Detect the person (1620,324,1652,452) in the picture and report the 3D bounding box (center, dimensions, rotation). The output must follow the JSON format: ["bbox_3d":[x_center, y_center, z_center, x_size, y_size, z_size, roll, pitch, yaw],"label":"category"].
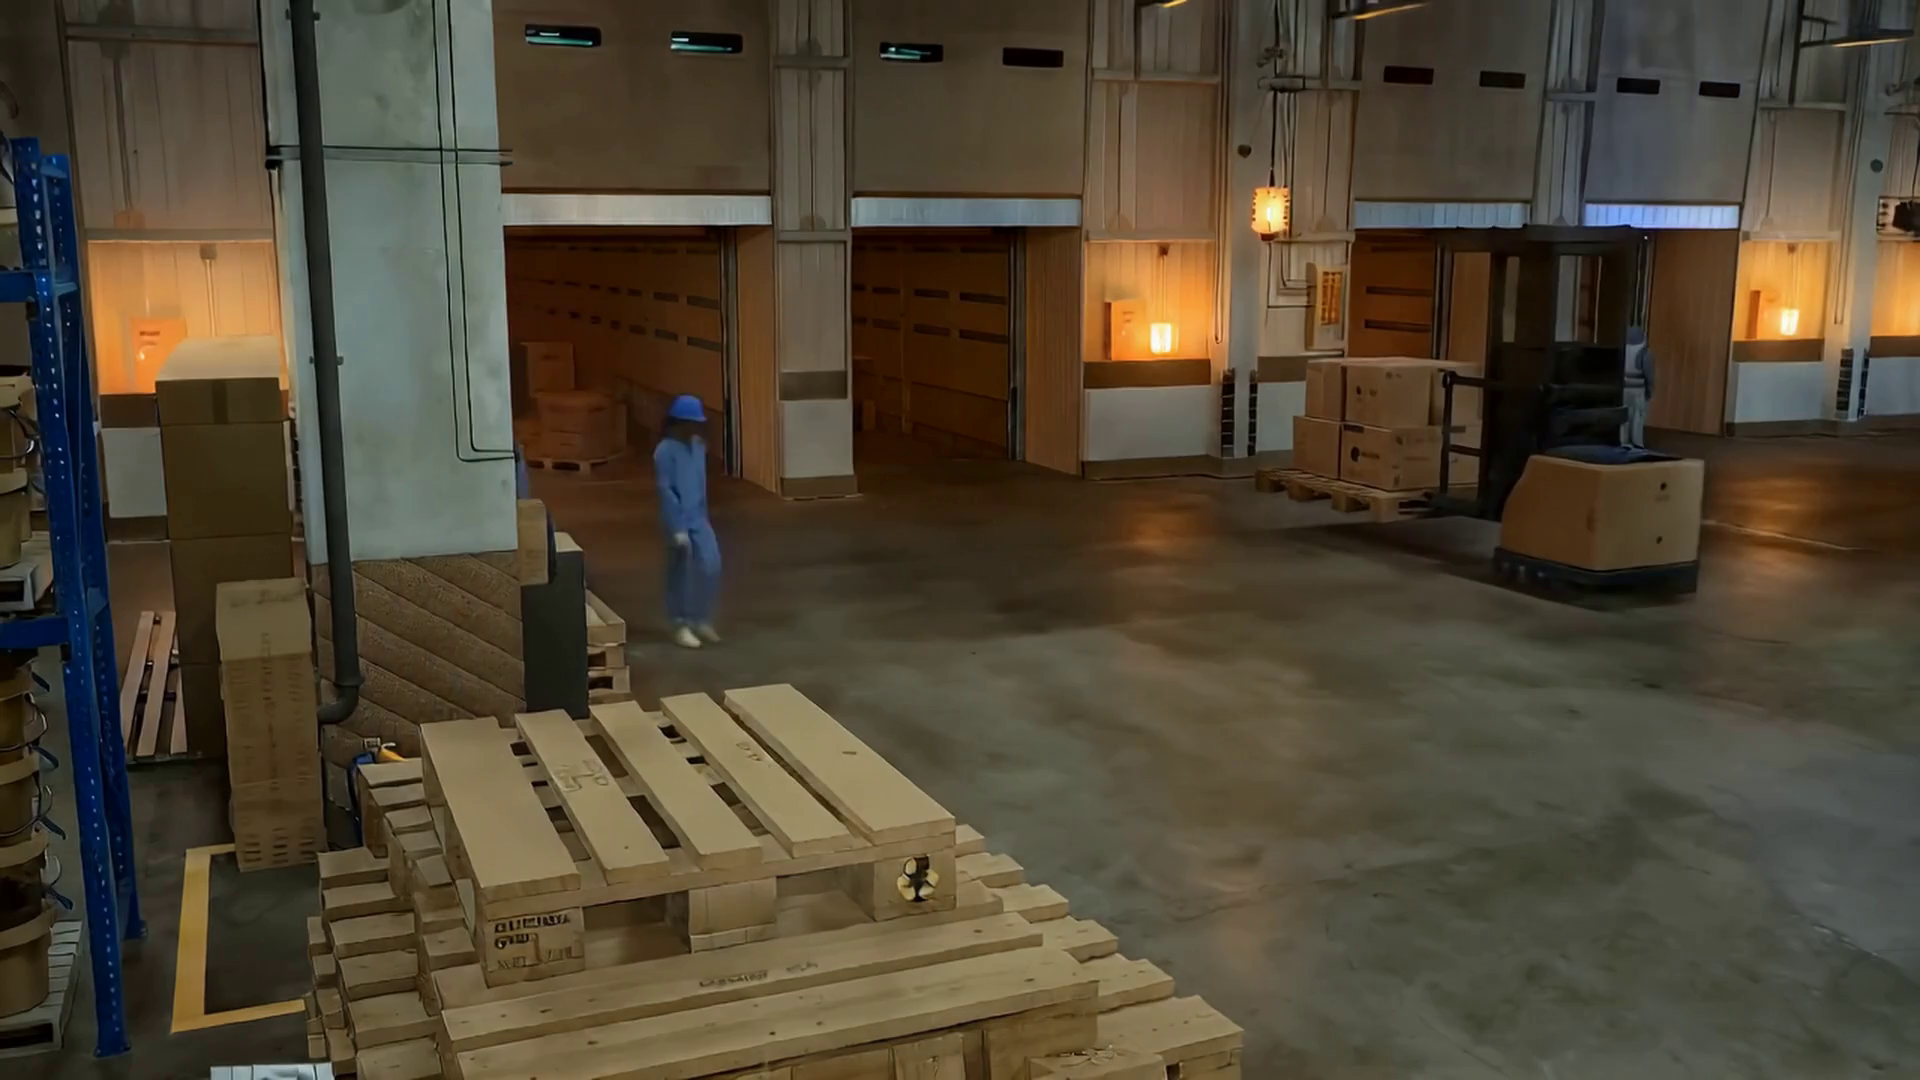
[{"bbox_3d":[8.623,-1.932,21.260,0.309,1.637,0.518,-4,11,-22],"label":"person"}]

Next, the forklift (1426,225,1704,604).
[{"bbox_3d":[4.755,-1.046,12.953,1.129,2.768,1.873,-4,11,-23],"label":"forklift"}]

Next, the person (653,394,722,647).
[{"bbox_3d":[-1.834,-0.116,11.043,0.423,1.713,0.488,9,13,40],"label":"person"}]

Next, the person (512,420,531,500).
[{"bbox_3d":[-3.205,-0.319,11.894,0.842,1.835,0.595,-6,12,-28],"label":"person"}]
